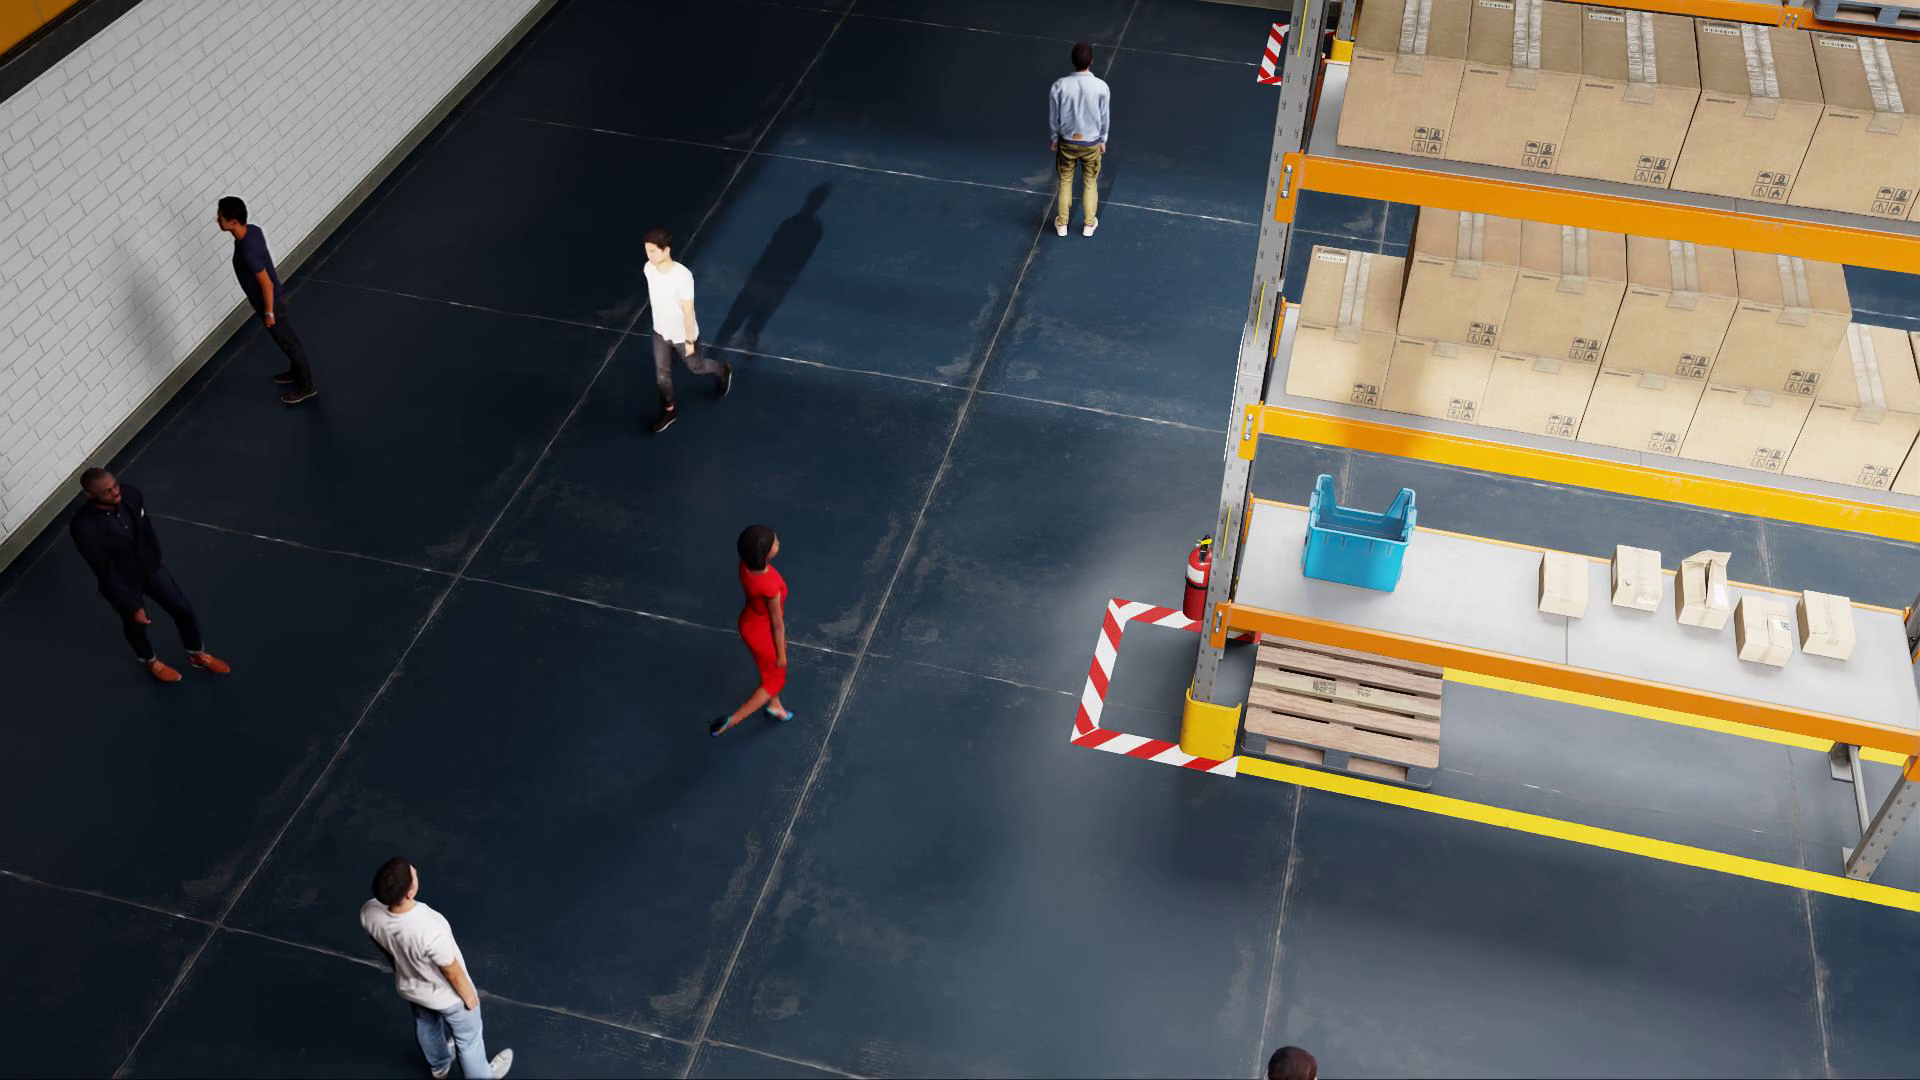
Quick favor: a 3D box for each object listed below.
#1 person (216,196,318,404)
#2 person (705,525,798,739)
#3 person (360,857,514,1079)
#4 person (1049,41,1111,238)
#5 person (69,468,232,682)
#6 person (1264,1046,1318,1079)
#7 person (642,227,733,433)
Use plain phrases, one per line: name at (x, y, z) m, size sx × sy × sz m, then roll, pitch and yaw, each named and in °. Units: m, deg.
person at (-5.302, -1.856, 12.741) m, size 0.746 × 1.793 × 0.707 m, roll -18°, pitch 46°, yaw -18°
person at (-1.264, 0.626, 10.181) m, size 0.956 × 1.731 × 0.906 m, roll -25°, pitch 49°, yaw -24°
person at (-2.677, 2.224, 8.409) m, size 0.564 × 1.861 × 0.771 m, roll 19°, pitch 47°, yaw 19°
person at (1.032, -3.459, 14.409) m, size 0.566 × 1.812 × 0.775 m, roll 3°, pitch 44°, yaw 3°
person at (-5.314, 0.219, 10.559) m, size 0.867 × 1.797 × 0.792 m, roll 21°, pitch 47°, yaw 20°
person at (1.395, 2.853, 7.991) m, size 0.991 × 1.525 × 0.599 m, roll 14°, pitch 45°, yaw 14°
person at (-2.085, -1.637, 12.581) m, size 1.067 × 1.696 × 0.904 m, roll 24°, pitch 49°, yaw 23°
